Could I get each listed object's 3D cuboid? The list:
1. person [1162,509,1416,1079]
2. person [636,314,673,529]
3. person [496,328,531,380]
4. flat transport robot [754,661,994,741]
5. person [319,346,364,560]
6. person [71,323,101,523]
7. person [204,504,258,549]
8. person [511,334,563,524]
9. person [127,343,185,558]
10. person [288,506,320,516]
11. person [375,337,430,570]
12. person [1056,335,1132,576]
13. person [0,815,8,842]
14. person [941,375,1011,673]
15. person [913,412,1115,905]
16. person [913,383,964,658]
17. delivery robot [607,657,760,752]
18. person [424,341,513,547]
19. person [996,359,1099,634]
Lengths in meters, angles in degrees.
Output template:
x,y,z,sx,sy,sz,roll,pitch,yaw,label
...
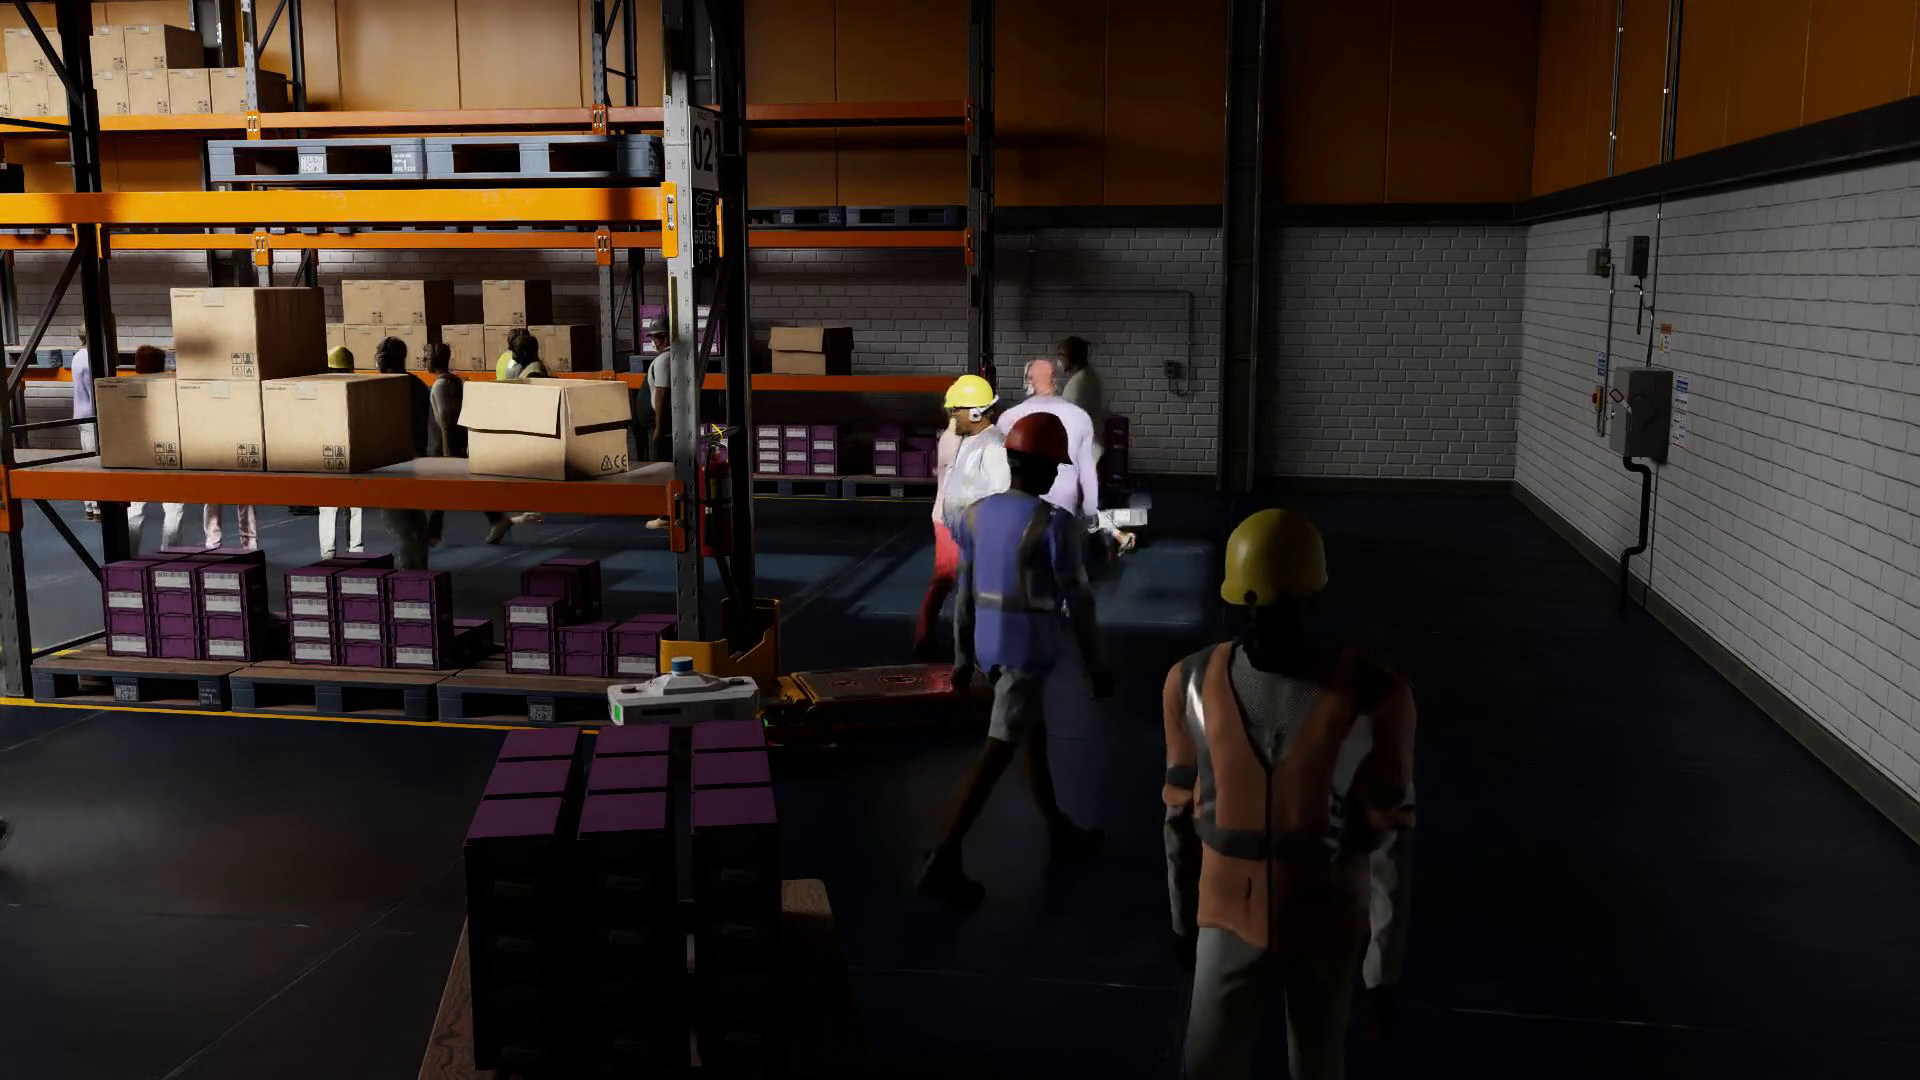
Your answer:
x,y,z,sx,sy,sz,roll,pitch,yaw,label
0.686,0.885,3.688,0.592,1.888,0.926,4,10,21,person
-2.781,-1.131,15.704,0.535,2.000,0.685,1,9,8,person
-4.525,-1.260,17.131,0.430,1.840,0.621,-7,11,-35,person
-0.399,0.846,8.912,1.431,0.197,0.652,-3,10,-16,flat transport robot
-4.898,-0.626,13.221,0.403,1.827,0.601,5,11,30,person
-8.334,-1.134,16.037,0.371,1.940,0.627,-7,12,-37,person
-5.939,-0.758,13.530,0.612,1.994,0.395,-6,11,-33,person
-4.016,-1.061,15.937,0.582,1.823,0.631,-3,10,-17,person
-6.221,-0.566,12.721,0.604,1.868,0.553,-1,9,-7,person
-6.553,-1.210,16.509,0.356,1.937,0.552,-5,10,-29,person
-4.107,-0.530,12.331,0.495,1.934,0.653,2,9,14,person
1.009,-0.634,12.994,0.553,1.919,0.679,2,9,11,person
-4.110,0.433,6.572,0.402,1.856,0.555,3,10,16,person
0.096,-0.031,9.532,0.403,1.828,0.598,-3,10,-16,person
0.201,0.445,6.466,1.036,1.884,0.561,-8,12,-40,person
0.037,-0.116,10.354,0.716,1.735,0.542,0,9,1,person
-1.332,0.805,7.996,0.707,0.478,0.477,-3,10,-16,delivery robot
-4.392,-0.829,14.555,0.857,1.818,0.516,1,9,4,person
0.555,-0.229,10.715,0.700,1.864,0.899,-2,9,-10,person
